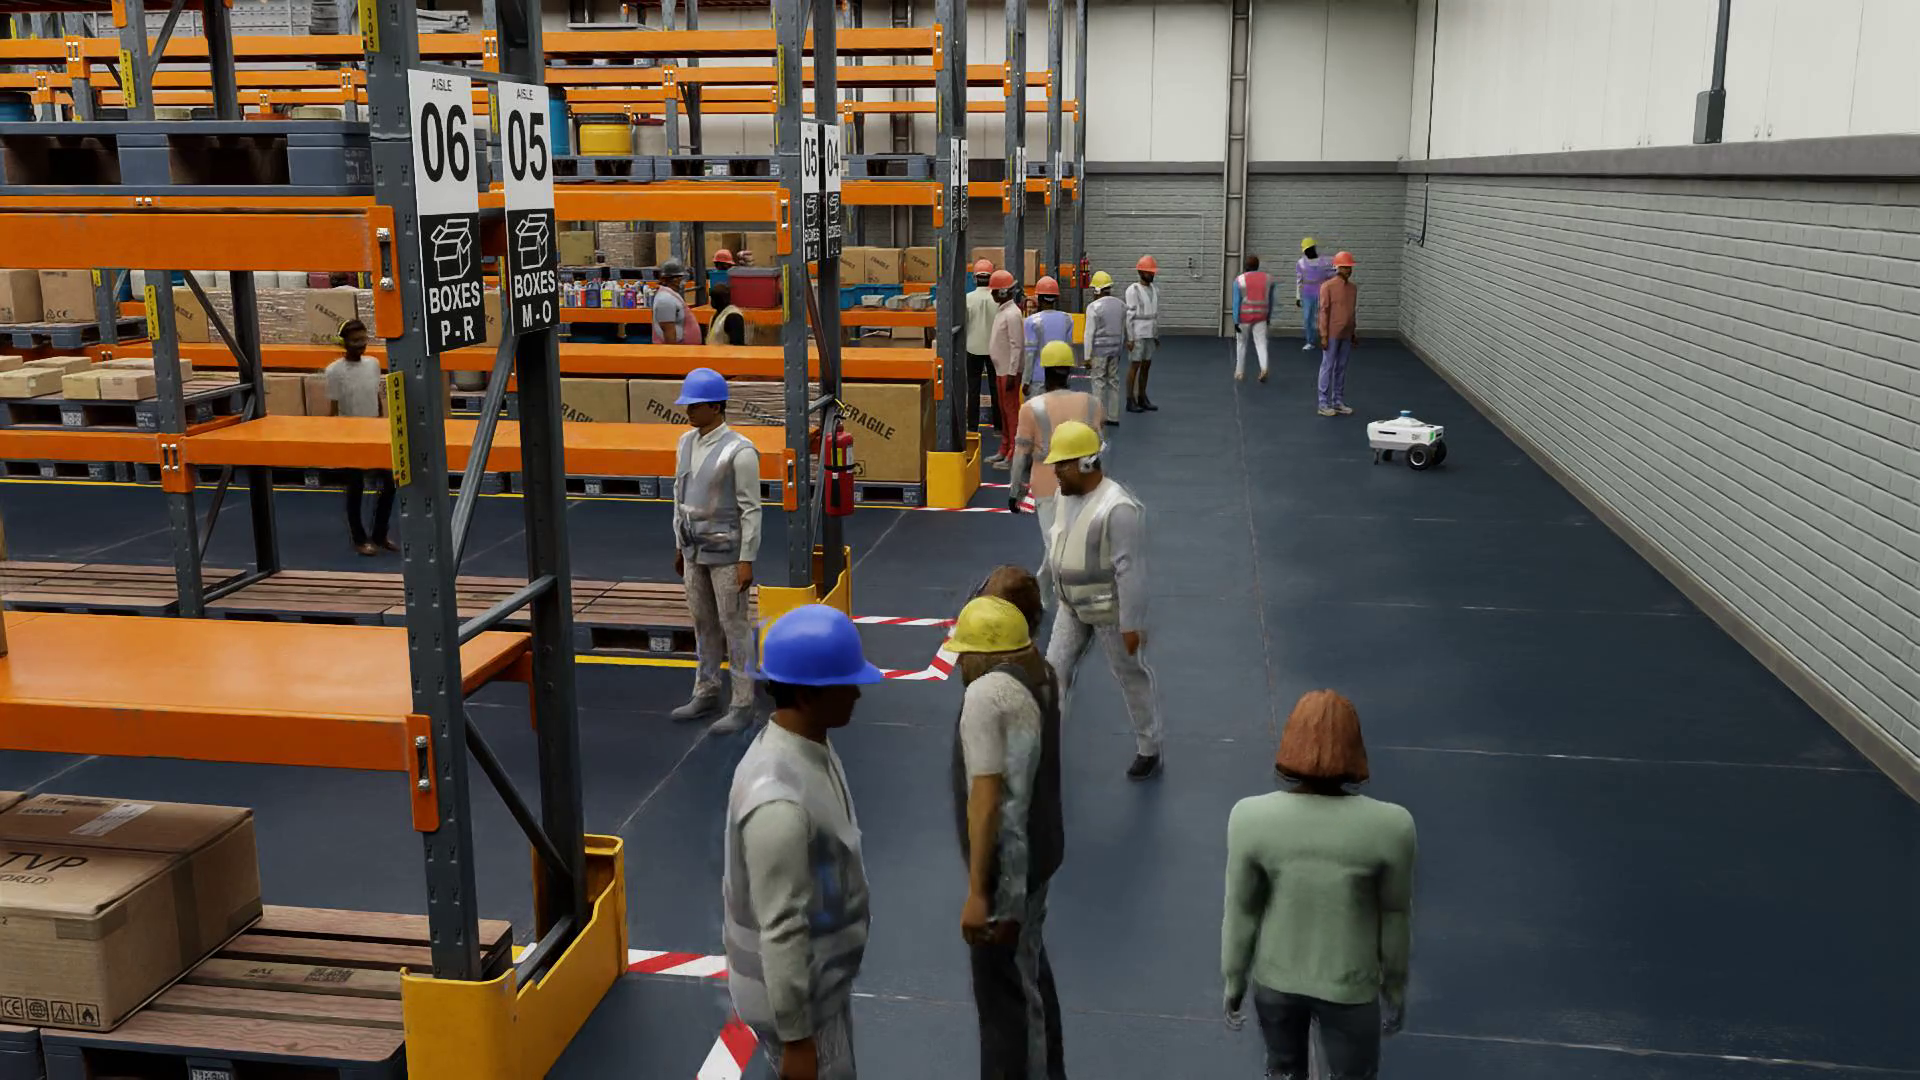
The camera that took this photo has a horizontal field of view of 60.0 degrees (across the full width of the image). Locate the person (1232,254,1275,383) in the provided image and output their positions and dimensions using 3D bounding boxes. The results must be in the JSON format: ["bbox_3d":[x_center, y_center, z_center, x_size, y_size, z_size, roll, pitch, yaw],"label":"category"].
[{"bbox_3d":[4.165,-3.138,23.571,0.627,1.813,0.848,-1,13,-6],"label":"person"}]

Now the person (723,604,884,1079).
[{"bbox_3d":[-0.459,1.090,4.208,0.671,1.927,0.614,0,12,2],"label":"person"}]

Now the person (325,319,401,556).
[{"bbox_3d":[-4.562,-0.772,12.787,0.572,1.849,0.552,8,15,32],"label":"person"}]

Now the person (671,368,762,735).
[{"bbox_3d":[-1.308,0.054,8.835,0.615,1.946,0.391,11,16,40],"label":"person"}]

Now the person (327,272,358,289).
[{"bbox_3d":[-7.412,-2.367,20.024,0.430,1.838,0.624,6,14,23],"label":"person"}]

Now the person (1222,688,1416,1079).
[{"bbox_3d":[0.932,1.197,4.425,0.496,1.613,0.544,5,13,20],"label":"person"}]

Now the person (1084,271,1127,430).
[{"bbox_3d":[1.648,-2.178,19.208,0.596,1.828,0.403,-10,16,-38],"label":"person"}]

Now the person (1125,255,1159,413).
[{"bbox_3d":[2.291,-2.550,20.620,0.551,1.934,0.373,-12,17,-43],"label":"person"}]

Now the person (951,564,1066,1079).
[{"bbox_3d":[0.122,0.997,4.928,0.345,1.809,0.657,5,14,23],"label":"person"}]

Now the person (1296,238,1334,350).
[{"bbox_3d":[6.011,-4.091,27.740,0.813,1.870,0.375,3,13,13],"label":"person"}]

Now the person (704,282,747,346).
[{"bbox_3d":[-2.465,-1.767,17.310,0.485,1.828,0.644,-5,13,-22],"label":"person"}]

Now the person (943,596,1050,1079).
[{"bbox_3d":[0.109,1.013,5.000,0.322,1.735,0.489,-1,13,-2],"label":"person"}]

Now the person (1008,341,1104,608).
[{"bbox_3d":[0.612,-0.362,10.894,0.590,1.872,0.992,-6,14,-26],"label":"person"}]

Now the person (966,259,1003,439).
[{"bbox_3d":[0.269,-2.114,18.522,0.611,1.995,0.375,-1,13,-6],"label":"person"}]

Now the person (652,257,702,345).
[{"bbox_3d":[-3.099,-2.081,18.268,0.536,2.000,0.688,-2,13,-10],"label":"person"}]

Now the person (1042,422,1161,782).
[{"bbox_3d":[0.601,0.317,8.039,0.898,1.773,0.662,-7,14,-30],"label":"person"}]

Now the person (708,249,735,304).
[{"bbox_3d":[-3.169,-2.903,22.228,0.376,1.931,0.542,-5,13,-20],"label":"person"}]

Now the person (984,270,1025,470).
[{"bbox_3d":[0.453,-1.698,16.662,0.401,1.986,0.612,-2,13,-10],"label":"person"}]

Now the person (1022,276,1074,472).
[{"bbox_3d":[0.852,-1.627,16.452,0.551,1.937,0.357,-7,14,-29],"label":"person"}]

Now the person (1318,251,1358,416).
[{"bbox_3d":[4.646,-2.528,20.385,0.611,1.996,0.379,-9,15,-35],"label":"person"}]

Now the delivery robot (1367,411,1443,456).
[{"bbox_3d":[4.503,-1.066,16.852,0.707,0.478,0.477,8,15,32],"label":"delivery robot"}]
